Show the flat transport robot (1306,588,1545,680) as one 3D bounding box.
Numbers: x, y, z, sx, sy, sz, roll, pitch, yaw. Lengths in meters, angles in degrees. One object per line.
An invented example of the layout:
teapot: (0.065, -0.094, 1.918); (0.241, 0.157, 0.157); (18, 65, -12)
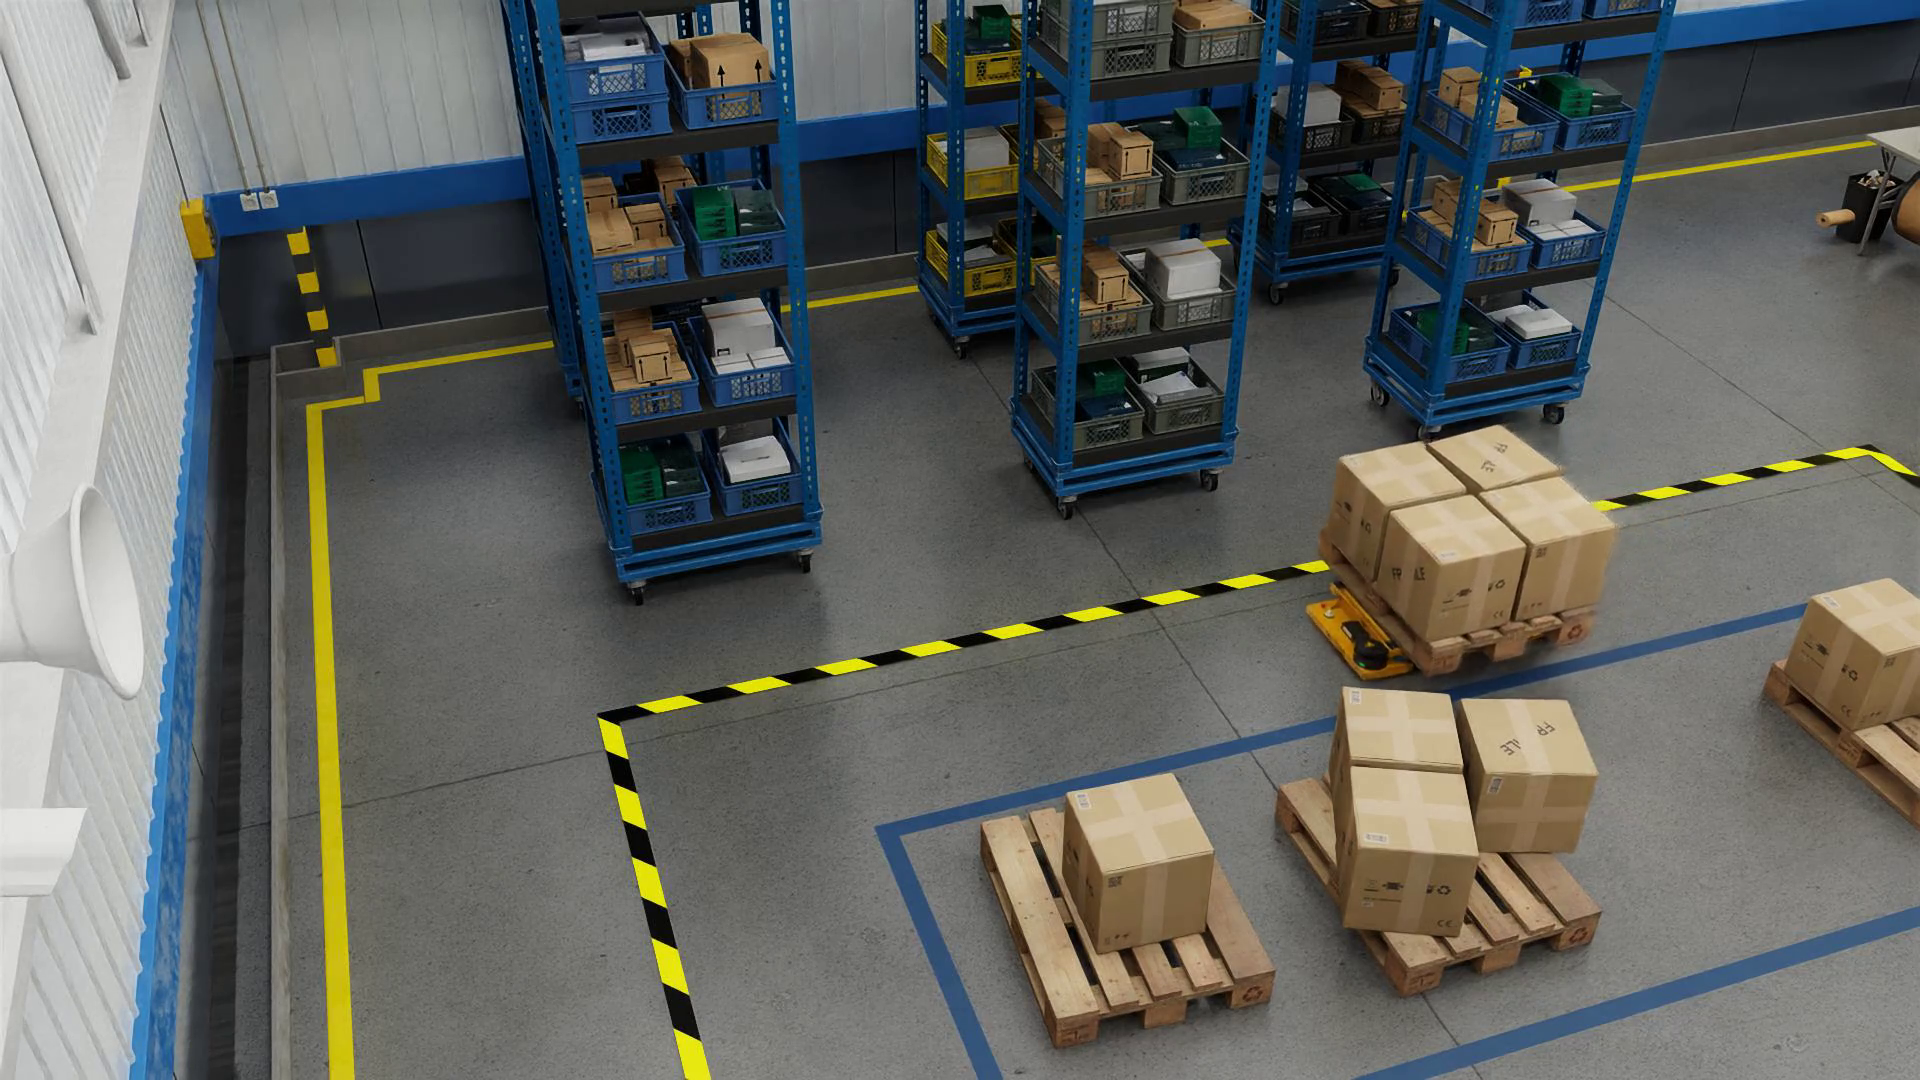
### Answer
flat transport robot: (2.772, 0.392, 9.475); (1.431, 0.197, 0.652); (-11, 37, -15)
